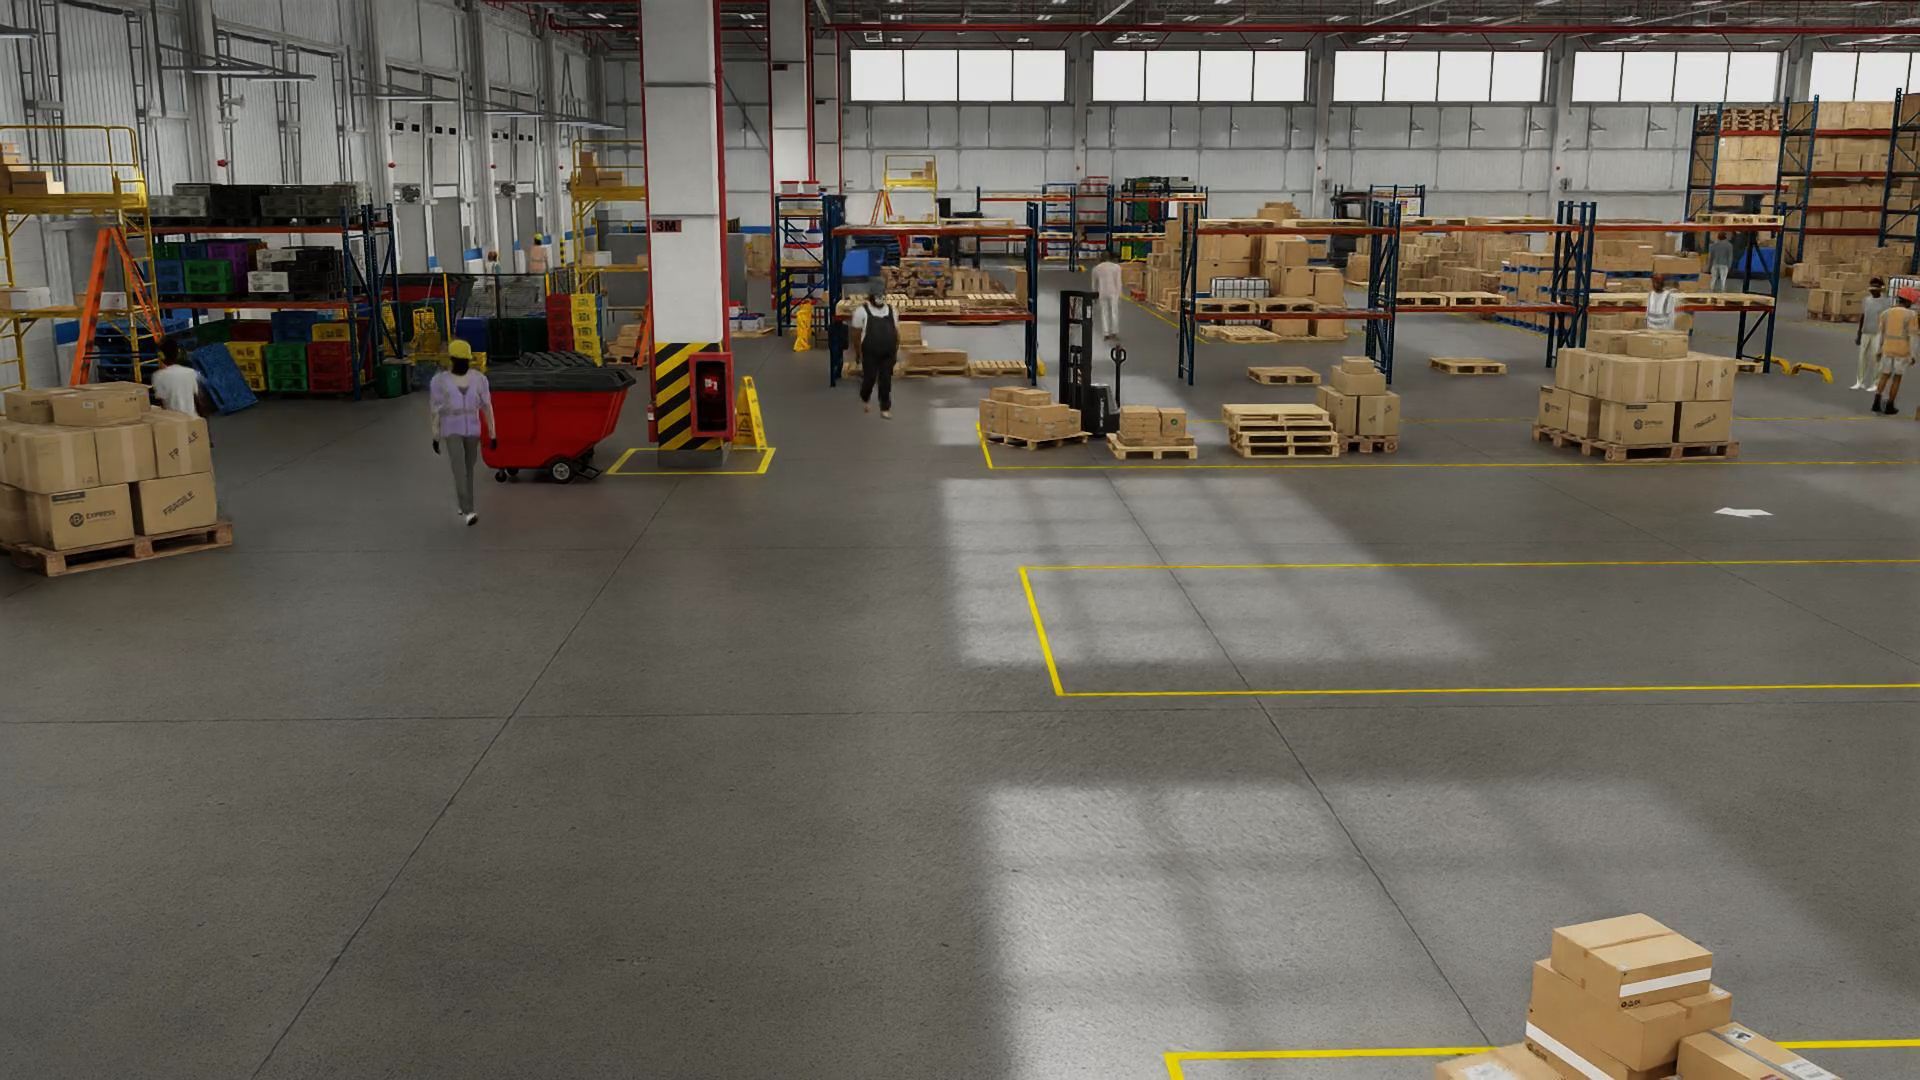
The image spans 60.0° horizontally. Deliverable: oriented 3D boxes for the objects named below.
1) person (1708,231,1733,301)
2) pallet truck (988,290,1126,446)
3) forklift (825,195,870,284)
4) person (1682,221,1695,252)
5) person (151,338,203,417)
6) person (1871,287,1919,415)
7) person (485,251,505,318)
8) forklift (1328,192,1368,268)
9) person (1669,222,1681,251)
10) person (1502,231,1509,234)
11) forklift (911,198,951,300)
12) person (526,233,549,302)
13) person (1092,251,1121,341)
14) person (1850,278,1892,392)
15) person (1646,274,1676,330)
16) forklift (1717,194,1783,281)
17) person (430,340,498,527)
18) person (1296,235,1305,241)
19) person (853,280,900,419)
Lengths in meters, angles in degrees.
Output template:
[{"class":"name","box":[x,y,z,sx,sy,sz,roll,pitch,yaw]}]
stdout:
[{"class":"person","box":[21.092,-7.598,46.169,0.627,1.940,0.372,9,15,34]},{"class":"pallet truck","box":[1.257,-2.299,22.111,1.885,1.965,0.823,-9,15,-35]},{"class":"forklift","box":[-3.906,-9.480,52.524,1.873,2.768,1.129,-7,14,-28]},{"class":"person","box":[23.938,-9.525,54.839,0.642,1.950,0.710,-9,15,-36]},{"class":"person","box":[-8.183,-1.189,17.446,0.430,1.847,0.503,7,14,28]},{"class":"person","box":[13.783,-2.777,24.500,0.465,1.902,0.588,-7,15,-30]},{"class":"person","box":[-11.467,-6.269,40.874,0.522,1.631,0.323,10,16,37]},{"class":"forklift","box":[14.293,-11.246,60.497,1.129,2.768,1.873,8,15,32]},{"class":"person","box":[24.082,-9.747,55.983,0.549,1.880,1.022,-8,15,-33]},{"class":"person","box":[17.559,-9.145,53.451,0.625,1.814,0.827,-5,13,-21]},{"class":"forklift","box":[-0.446,-8.178,46.646,1.873,2.768,1.129,0,12,-2]},{"class":"person","box":[-11.621,-7.469,45.711,0.600,1.897,0.774,0,12,-1]},{"class":"person","box":[3.125,-5.222,35.569,0.653,1.881,0.783,3,13,12]},{"class":"person","box":[14.939,-3.361,27.234,0.319,1.857,0.527,-7,14,-28]},{"class":"person","box":[11.980,-3.617,28.471,0.691,1.846,0.589,-7,15,-30]},{"class":"forklift","box":[26.055,-9.994,54.842,1.873,2.768,1.129,11,17,42]},{"class":"person","box":[-5.025,-1.089,16.932,0.608,1.876,0.980,-9,15,-35]},{"class":"person","box":[10.260,-8.661,51.070,0.641,1.889,0.989,1,13,3]},{"class":"person","box":[-1.188,-2.778,24.176,0.704,2.000,0.628,-5,13,-21]}]
